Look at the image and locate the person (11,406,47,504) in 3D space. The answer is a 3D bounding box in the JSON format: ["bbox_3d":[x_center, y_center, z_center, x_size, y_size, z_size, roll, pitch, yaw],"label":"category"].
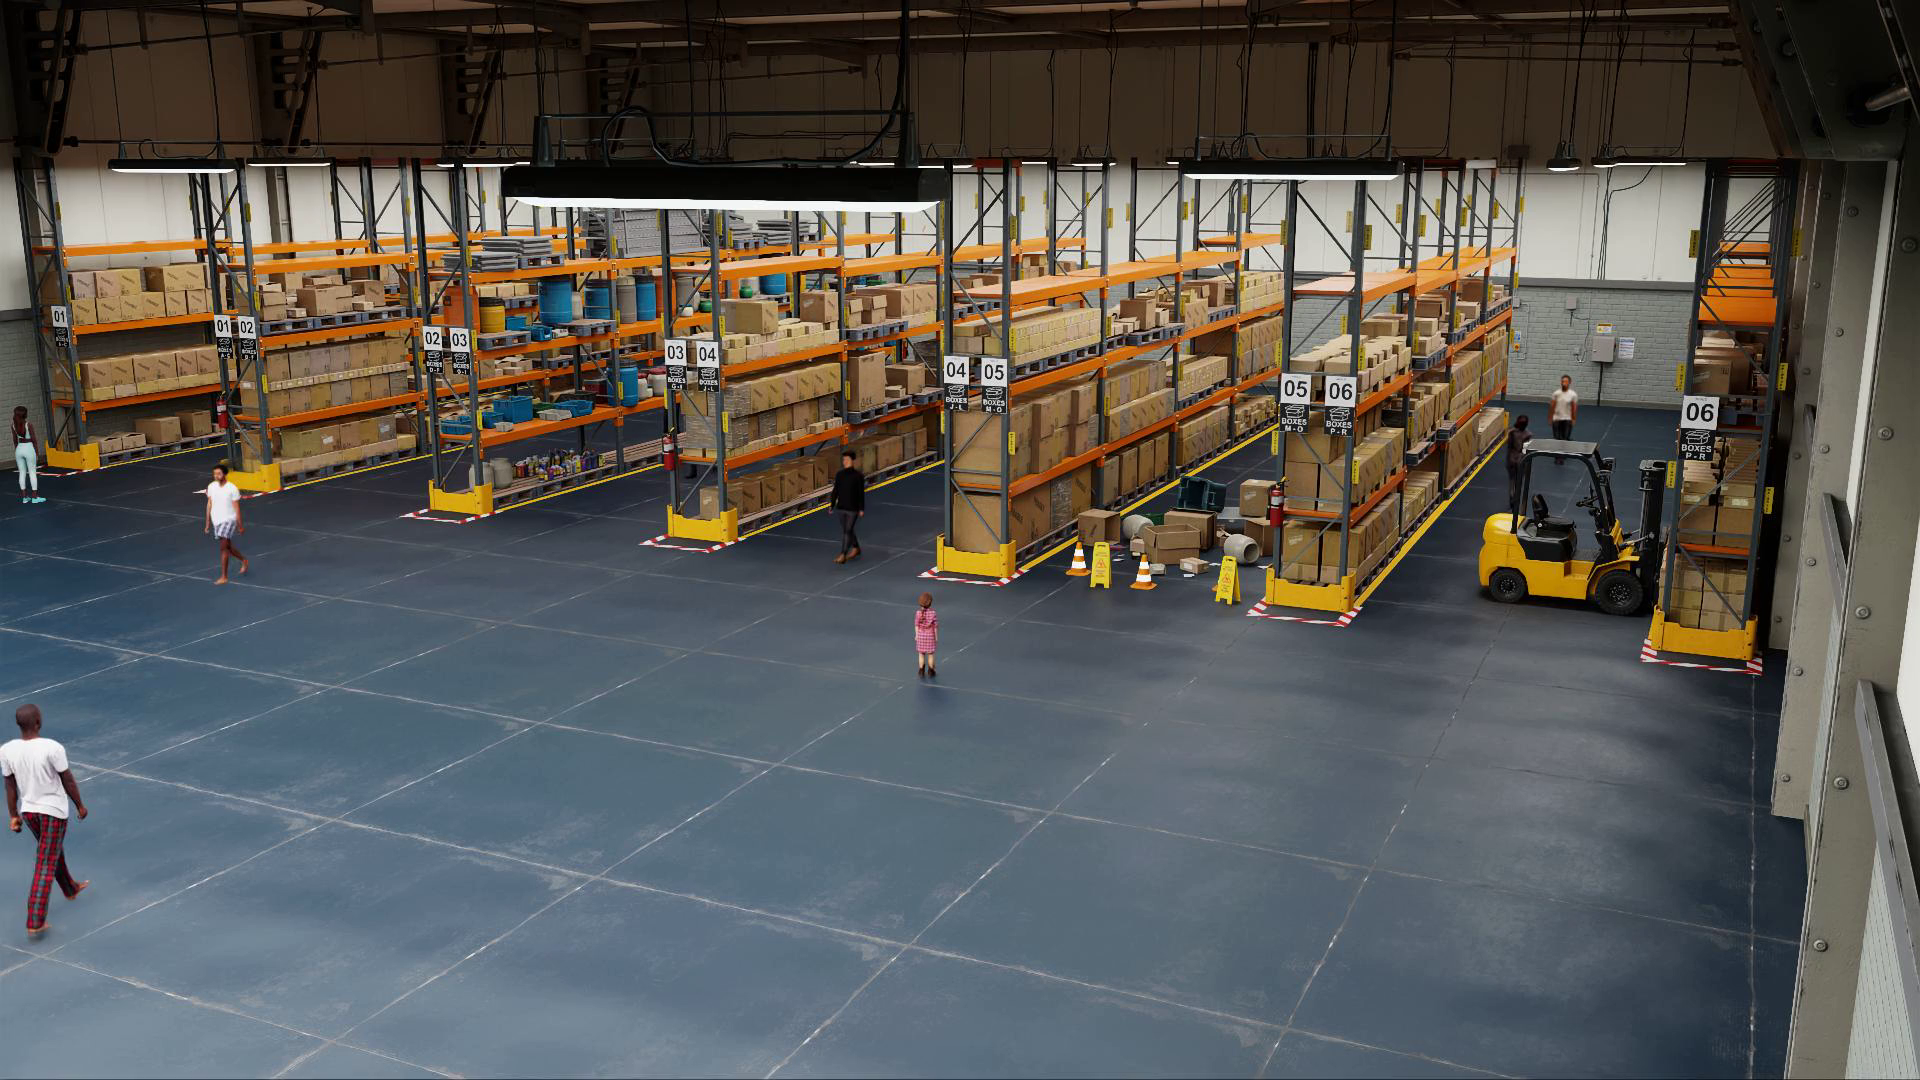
[{"bbox_3d":[-16.576,-1.521,29.510,0.634,1.725,0.642,1,13,3],"label":"person"}]

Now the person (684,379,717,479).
[{"bbox_3d":[-4.967,-2.141,31.809,0.761,1.896,1.114,7,15,27],"label":"person"}]

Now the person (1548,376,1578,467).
[{"bbox_3d":[11.980,-2.364,33.063,0.684,1.764,1.077,6,14,25],"label":"person"}]

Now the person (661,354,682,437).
[{"bbox_3d":[-6.349,-3.225,36.546,0.650,1.870,0.526,6,14,25],"label":"person"}]

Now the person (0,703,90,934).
[{"bbox_3d":[-7.297,2.229,13.183,0.926,1.786,1.258,1,13,5],"label":"person"}]

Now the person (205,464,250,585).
[{"bbox_3d":[-10.605,-0.256,24.112,0.737,1.696,1.152,4,14,17],"label":"person"}]

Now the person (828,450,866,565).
[{"bbox_3d":[-1.669,-0.511,25.219,0.791,1.694,1.097,9,16,34],"label":"person"}]

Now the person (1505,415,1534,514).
[{"bbox_3d":[9.584,-1.293,28.582,0.583,1.700,0.730,6,14,25],"label":"person"}]

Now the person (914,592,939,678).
[{"bbox_3d":[-0.404,1.114,19.689,0.484,1.022,0.517,1,13,4],"label":"person"}]
